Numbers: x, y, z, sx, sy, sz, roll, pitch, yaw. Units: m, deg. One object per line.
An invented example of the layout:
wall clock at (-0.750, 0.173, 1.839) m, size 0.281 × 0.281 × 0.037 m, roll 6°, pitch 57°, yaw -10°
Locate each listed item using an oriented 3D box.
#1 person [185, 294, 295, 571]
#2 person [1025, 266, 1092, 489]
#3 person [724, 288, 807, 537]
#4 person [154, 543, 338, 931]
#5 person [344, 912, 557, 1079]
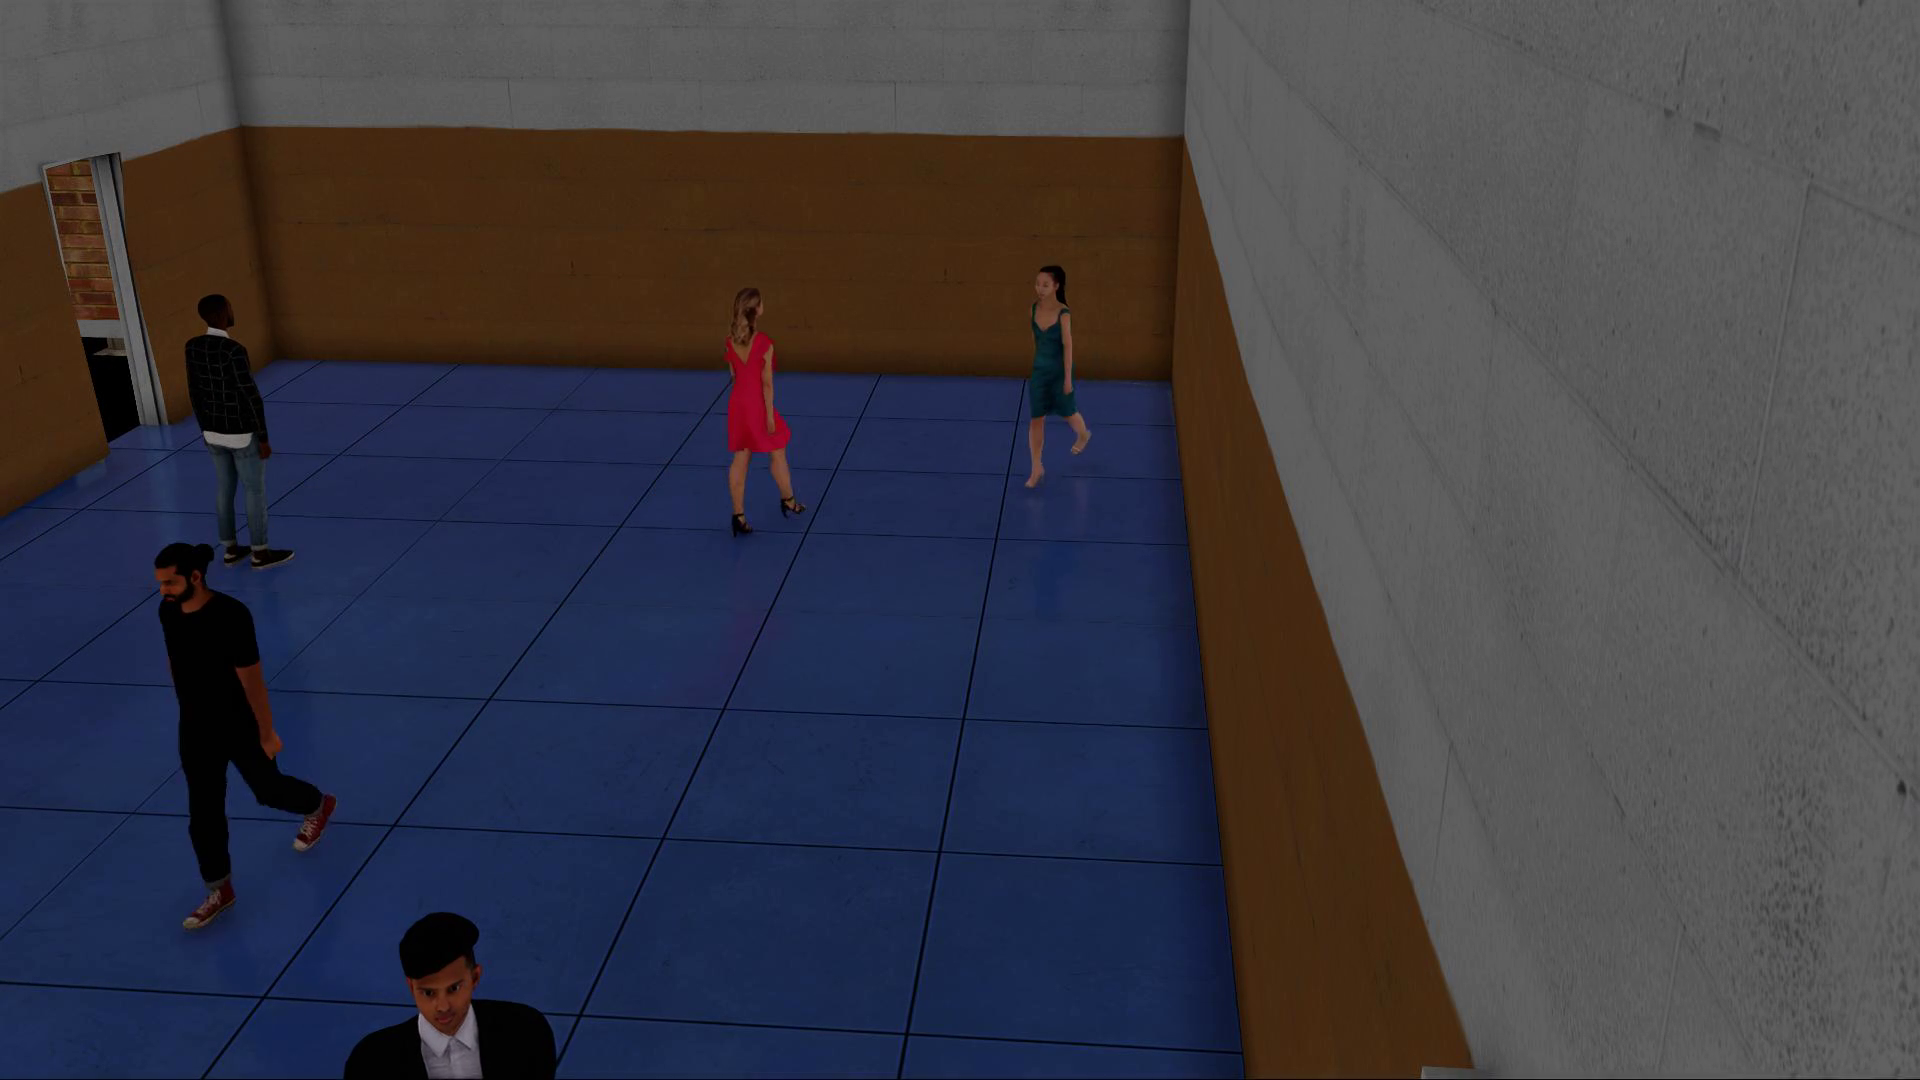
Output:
person at (-4.763, -0.704, 10.854) m, size 0.575 × 1.819 × 0.785 m, roll 8°, pitch 23°, yaw 19°
person at (0.738, -1.224, 12.398) m, size 1.097 × 1.632 × 0.996 m, roll 16°, pitch 27°, yaw 34°
person at (-1.478, -0.845, 11.358) m, size 0.917 × 1.704 × 0.896 m, roll 14°, pitch 26°, yaw 32°
person at (-3.156, 0.777, 7.306) m, size 1.126 × 1.715 × 0.887 m, roll 6°, pitch 23°, yaw 15°
person at (-1.316, 1.814, 4.498) m, size 0.679 × 1.884 × 0.834 m, roll -9°, pitch 23°, yaw -21°
